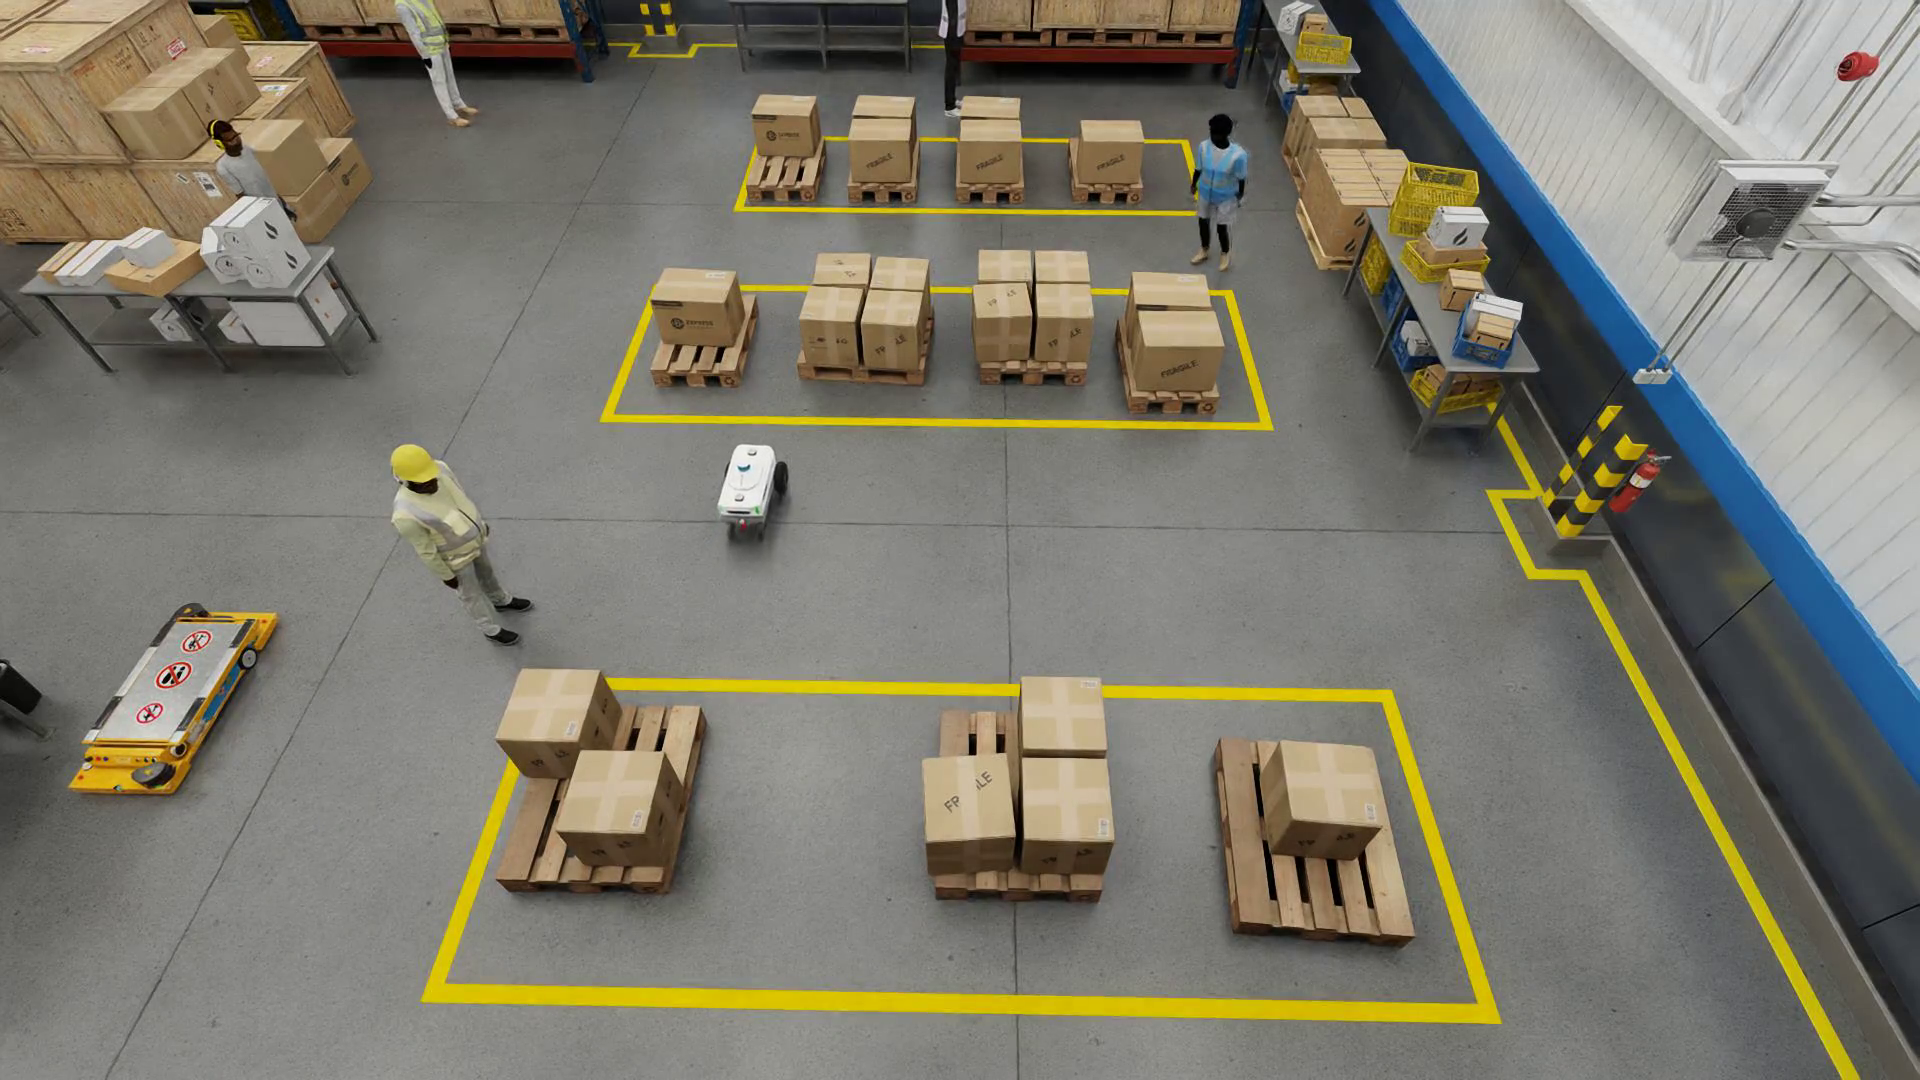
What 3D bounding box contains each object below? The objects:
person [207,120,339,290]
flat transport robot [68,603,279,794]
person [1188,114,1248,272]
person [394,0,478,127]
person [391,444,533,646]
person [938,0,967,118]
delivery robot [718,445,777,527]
[{"bbox_3d":[-6.770,-3.207,9.023,0.327,1.871,0.514,2,50,2],"label":"person"},{"bbox_3d":[-5.504,1.072,6.442,0.652,0.197,1.431,1,50,1],"label":"flat transport robot"},{"bbox_3d":[2.631,-3.572,9.461,0.555,1.659,0.406,31,56,24],"label":"person"},{"bbox_3d":[-6.660,-6.249,11.615,0.430,1.843,0.625,2,50,2],"label":"person"},{"bbox_3d":[-3.439,0.029,6.311,0.404,1.828,0.592,2,50,2],"label":"person"},{"bbox_3d":[-0.079,-6.468,11.752,0.391,1.916,0.590,2,50,2],"label":"person"},{"bbox_3d":[-1.733,-0.462,7.496,0.477,0.478,0.707,2,50,2],"label":"delivery robot"}]
